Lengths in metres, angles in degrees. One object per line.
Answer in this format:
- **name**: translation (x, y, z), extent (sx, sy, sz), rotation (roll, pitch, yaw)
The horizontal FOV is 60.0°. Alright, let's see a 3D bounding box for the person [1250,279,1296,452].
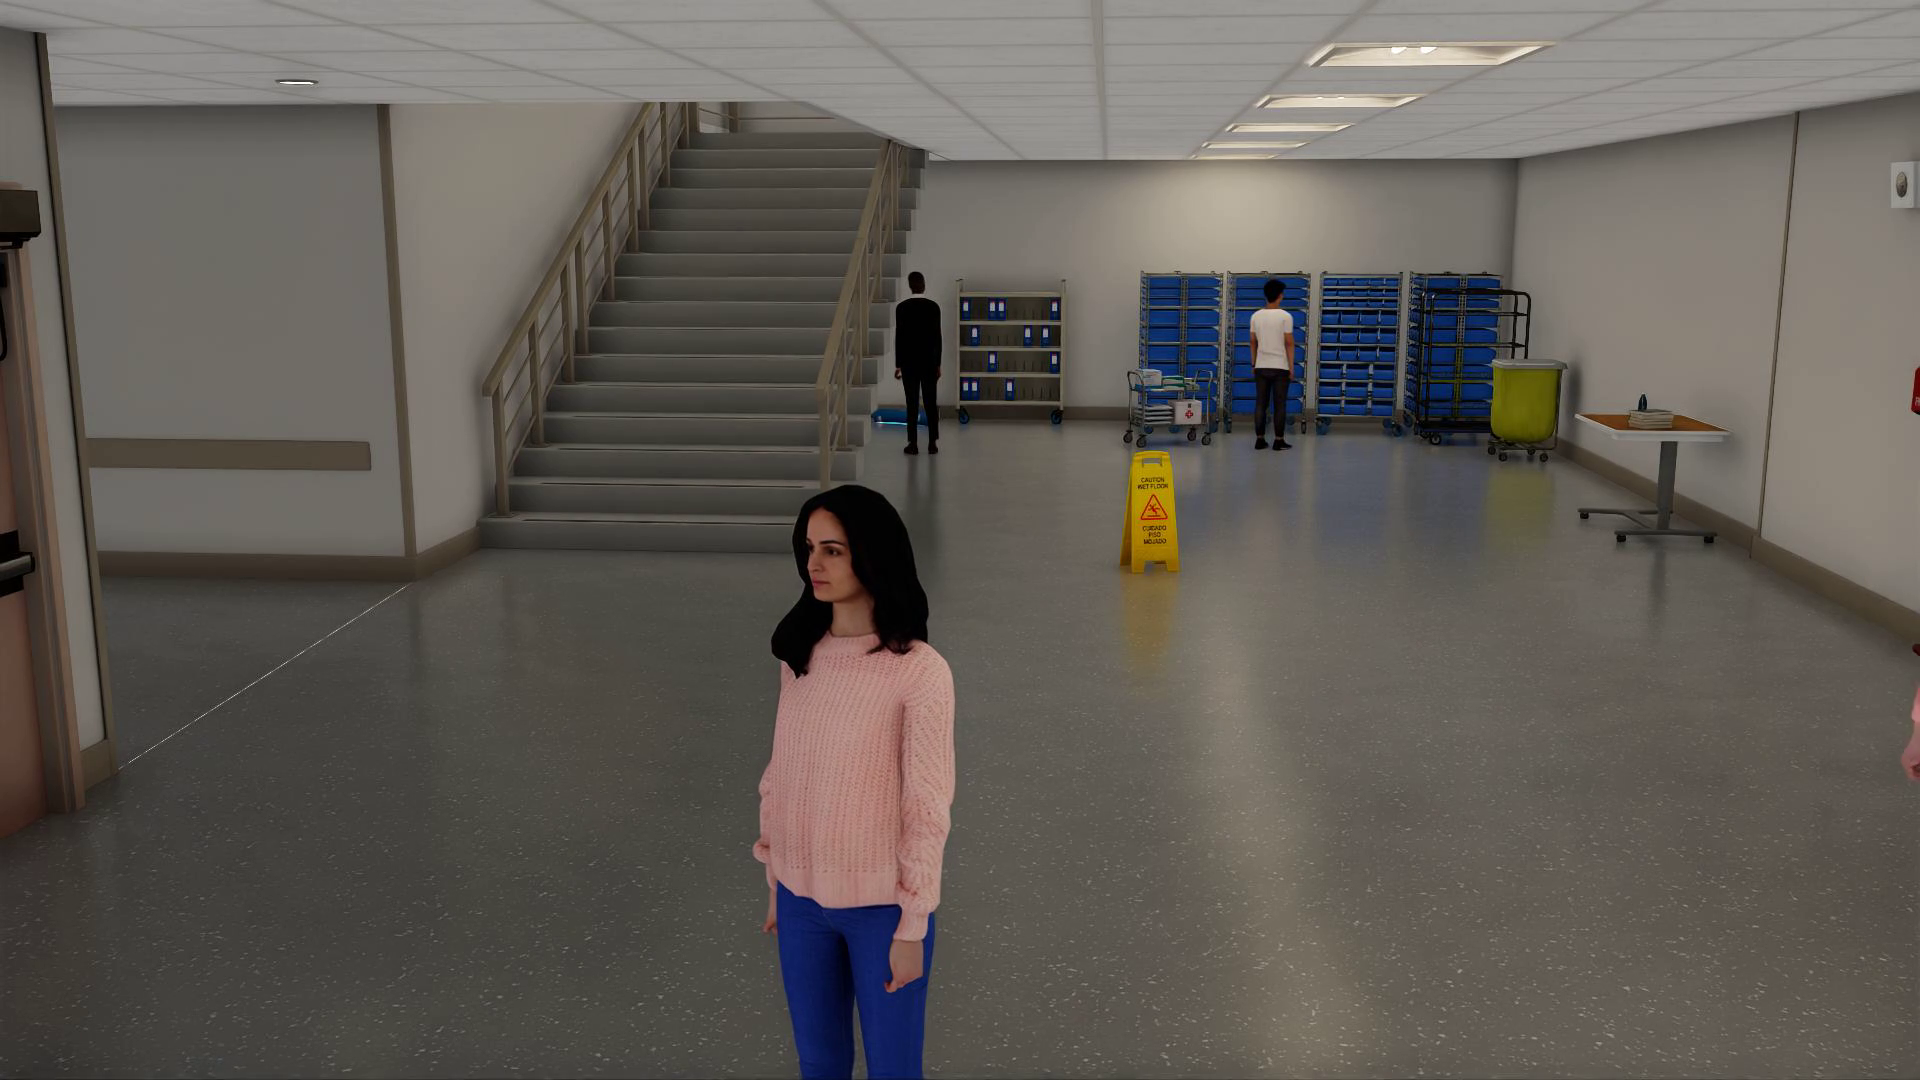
- **person**: translation (3.167, -1.784, 16.893), extent (0.706, 1.722, 0.706), rotation (8, 13, 35)

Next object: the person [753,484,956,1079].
- **person**: translation (-0.207, 0.755, 3.385), extent (0.723, 1.770, 0.741), rotation (9, 14, 39)

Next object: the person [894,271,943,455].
- **person**: translation (-0.402, -1.765, 16.561), extent (0.694, 1.808, 0.649), rotation (-2, 11, -12)
